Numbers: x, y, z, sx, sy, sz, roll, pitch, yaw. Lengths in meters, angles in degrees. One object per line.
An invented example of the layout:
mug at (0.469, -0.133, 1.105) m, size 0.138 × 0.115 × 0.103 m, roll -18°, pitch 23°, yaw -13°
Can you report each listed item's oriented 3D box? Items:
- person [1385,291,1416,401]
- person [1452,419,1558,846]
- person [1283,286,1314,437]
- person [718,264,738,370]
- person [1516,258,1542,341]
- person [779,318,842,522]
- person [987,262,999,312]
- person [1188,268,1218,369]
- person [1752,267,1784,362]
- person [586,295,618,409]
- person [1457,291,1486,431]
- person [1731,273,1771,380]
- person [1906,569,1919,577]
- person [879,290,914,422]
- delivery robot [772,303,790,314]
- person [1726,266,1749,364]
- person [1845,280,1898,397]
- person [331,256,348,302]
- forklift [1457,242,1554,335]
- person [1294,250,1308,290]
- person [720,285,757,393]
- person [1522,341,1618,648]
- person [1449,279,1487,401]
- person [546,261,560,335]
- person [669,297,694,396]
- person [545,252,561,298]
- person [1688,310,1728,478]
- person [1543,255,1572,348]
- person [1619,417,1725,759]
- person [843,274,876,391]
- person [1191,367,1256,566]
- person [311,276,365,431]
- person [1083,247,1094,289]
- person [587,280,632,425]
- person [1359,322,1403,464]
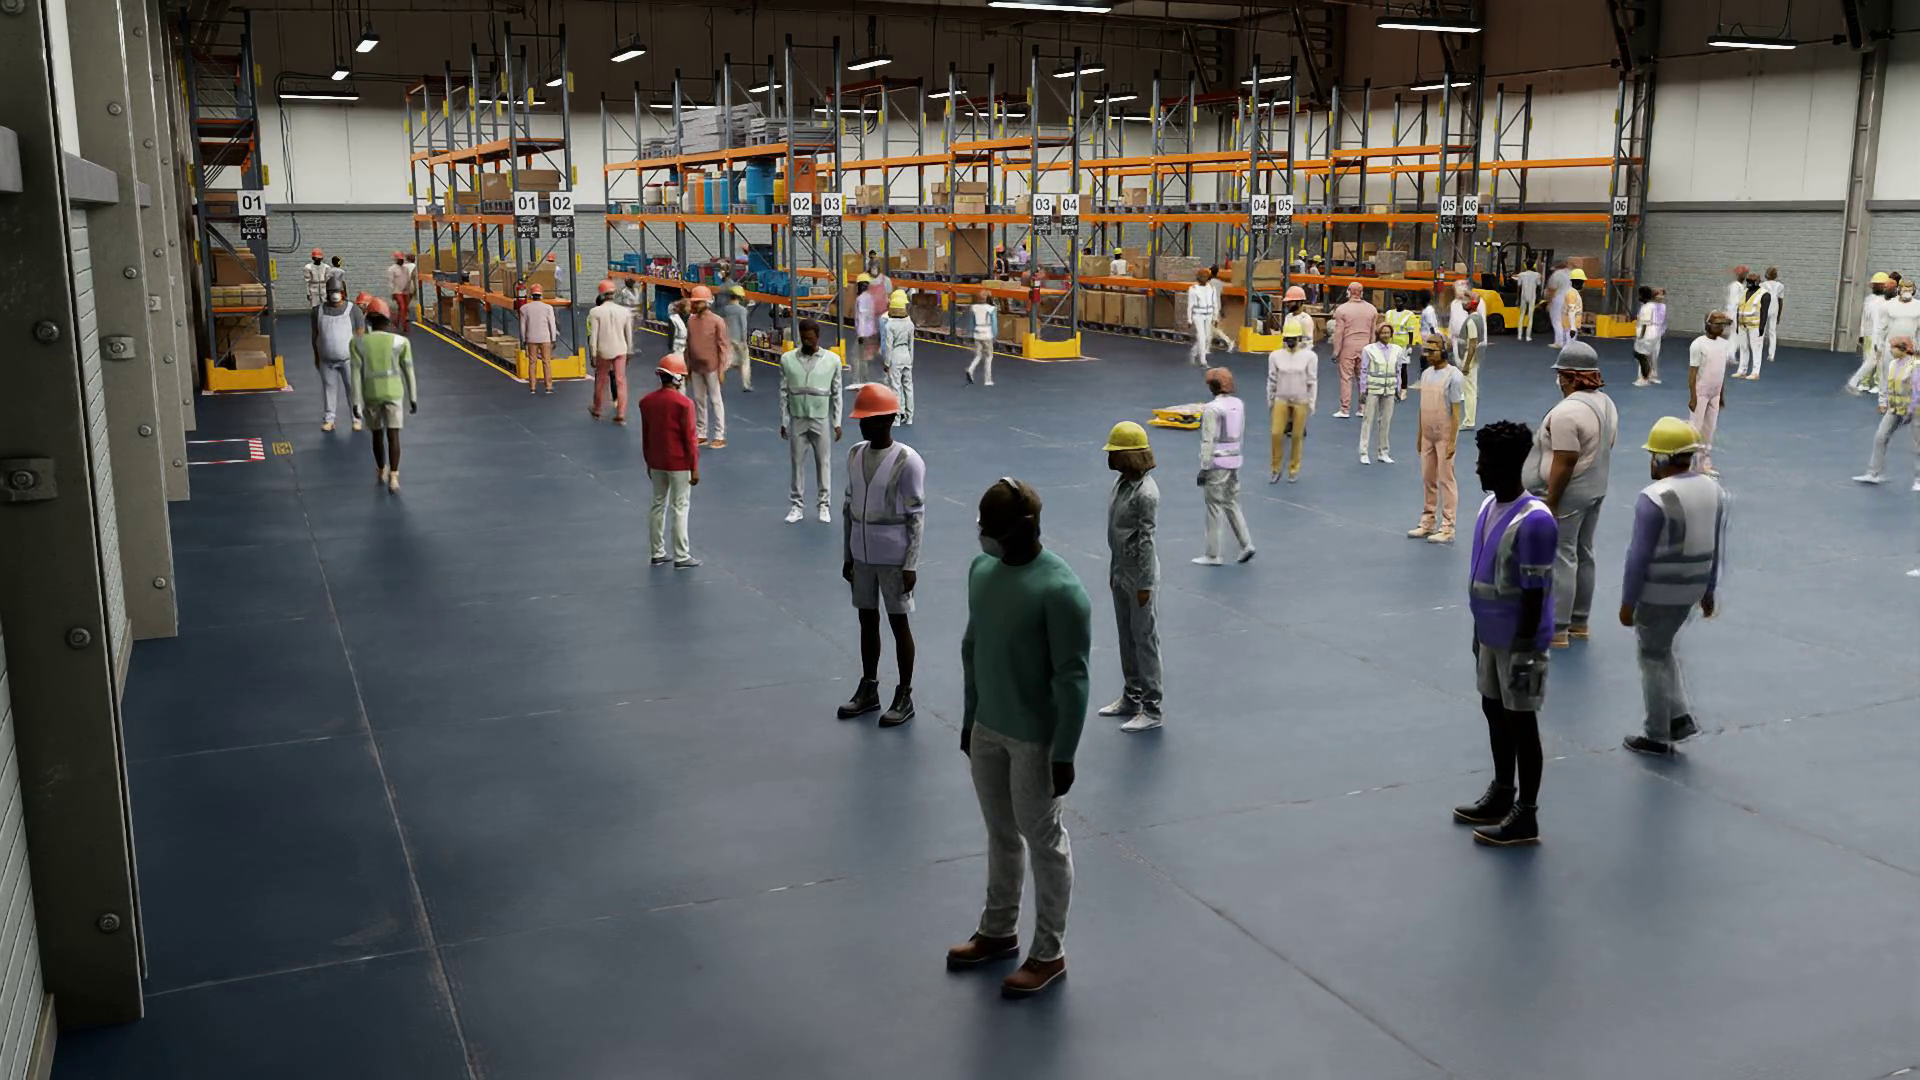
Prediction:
person at (6.748, -2.985, 25.595) m, size 0.320 × 1.691 × 0.539 m, roll -10°, pitch 15°, yaw -42°
person at (2.500, 0.420, 7.634) m, size 0.404 × 1.956 × 0.600 m, roll -1°, pitch 11°, yaw -7°
person at (4.317, -2.295, 21.457) m, size 0.378 × 1.938 × 0.547 m, roll -5°, pitch 12°, yaw -22°
person at (-4.288, -4.093, 30.592) m, size 0.369 × 1.940 × 0.631 m, roll -5°, pitch 12°, yaw -23°
person at (12.851, -5.426, 37.563) m, size 0.530 × 1.861 × 0.409 m, roll 6°, pitch 13°, yaw 29°
person at (-1.390, -1.116, 15.532) m, size 0.589 × 1.913 × 0.398 m, roll 1°, pitch 11°, yaw 5°
person at (0.765, -5.814, 39.915) m, size 0.376 × 1.726 × 0.590 m, roll -1°, pitch 11°, yaw -4°
person at (4.483, -4.145, 31.056) m, size 0.573 × 1.864 × 0.780 m, roll -5°, pitch 12°, yaw -24°
person at (15.683, -4.373, 32.288) m, size 0.502 × 1.838 × 0.346 m, roll 1°, pitch 11°, yaw 5°
person at (-5.213, -2.767, 24.463) m, size 0.540 × 1.700 × 0.316 m, roll 0°, pitch 11°, yaw 2°
person at (6.765, -2.366, 22.040) m, size 0.381 × 1.849 × 0.570 m, roll 4°, pitch 12°, yaw 20°
person at (13.743, -3.711, 28.927) m, size 0.429 × 1.839 × 0.625 m, roll -5°, pitch 12°, yaw -22°
person at (7.891, -0.514, 12.961) m, size 0.673 × 1.724 × 0.490 m, roll 4°, pitch 12°, yaw 21°
person at (-0.863, -2.537, 22.978) m, size 0.403 × 1.826 × 0.594 m, roll 8°, pitch 14°, yaw 37°
delivery robot at (-4.923, -6.466, 45.943) m, size 0.477 × 0.478 × 0.707 m, roll 3°, pitch 12°, yaw 17°
person at (14.843, -4.265, 31.662) m, size 0.494 × 1.870 × 0.579 m, roll 8°, pitch 13°, yaw 34°
person at (14.328, -3.119, 25.887) m, size 0.575 × 1.851 × 0.928 m, roll -5°, pitch 12°, yaw -25°
person at (-14.874, -5.854, 39.754) m, size 0.510 × 1.861 × 0.326 m, roll 3°, pitch 11°, yaw 13°
forklift at (13.047, -6.049, 39.881) m, size 2.313 × 2.155 × 1.214 m, roll -5°, pitch 12°, yaw -23°
person at (9.776, -7.395, 47.684) m, size 0.405 × 1.824 × 0.585 m, roll -2°, pitch 11°, yaw -9°
person at (-3.641, -3.219, 26.675) m, size 0.533 × 1.730 × 0.813 m, roll 9°, pitch 14°, yaw 37°
person at (4.029, -0.310, 11.108) m, size 0.539 × 2.000 × 0.688 m, roll 11°, pitch 15°, yaw 44°
person at (7.833, -3.084, 25.697) m, size 0.491 × 1.901 × 0.721 m, roll -8°, pitch 14°, yaw -35°
person at (-9.685, -5.710, 39.311) m, size 0.490 × 1.741 × 0.322 m, roll 5°, pitch 12°, yaw 23°
person at (-4.232, -2.916, 25.459) m, size 0.516 × 1.617 × 0.637 m, roll -5°, pitch 12°, yaw -25°
person at (-10.059, -6.101, 40.845) m, size 0.544 × 1.925 × 0.404 m, roll -2°, pitch 11°, yaw -12°
person at (8.113, -1.578, 18.088) m, size 0.501 × 1.839 × 0.341 m, roll -6°, pitch 13°, yaw -28°
person at (12.745, -5.125, 35.577) m, size 0.758 × 2.000 × 0.542 m, roll -10°, pitch 15°, yaw -41°
person at (3.728, 0.255, 8.802) m, size 0.623 × 1.814 × 0.428 m, roll -6°, pitch 13°, yaw -29°
person at (-1.631, -3.367, 27.039) m, size 0.484 × 1.888 × 0.691 m, roll 2°, pitch 11°, yaw 11°
person at (2.177, -0.592, 13.573) m, size 0.470 × 1.628 × 0.569 m, roll 10°, pitch 15°, yaw 42°
person at (-8.246, -2.464, 22.055) m, size 0.682 × 2.000 × 0.537 m, roll -2°, pitch 11°, yaw -9°
person at (3.639, -7.271, 46.836) m, size 0.395 × 1.910 × 0.584 m, roll -4°, pitch 12°, yaw -22°
person at (-4.845, -2.579, 22.852) m, size 0.653 × 1.949 × 0.960 m, roll -7°, pitch 13°, yaw -31°
person at (4.841, -1.691, 19.146) m, size 0.514 × 1.640 × 0.315 m, roll -2°, pitch 11°, yaw -12°
